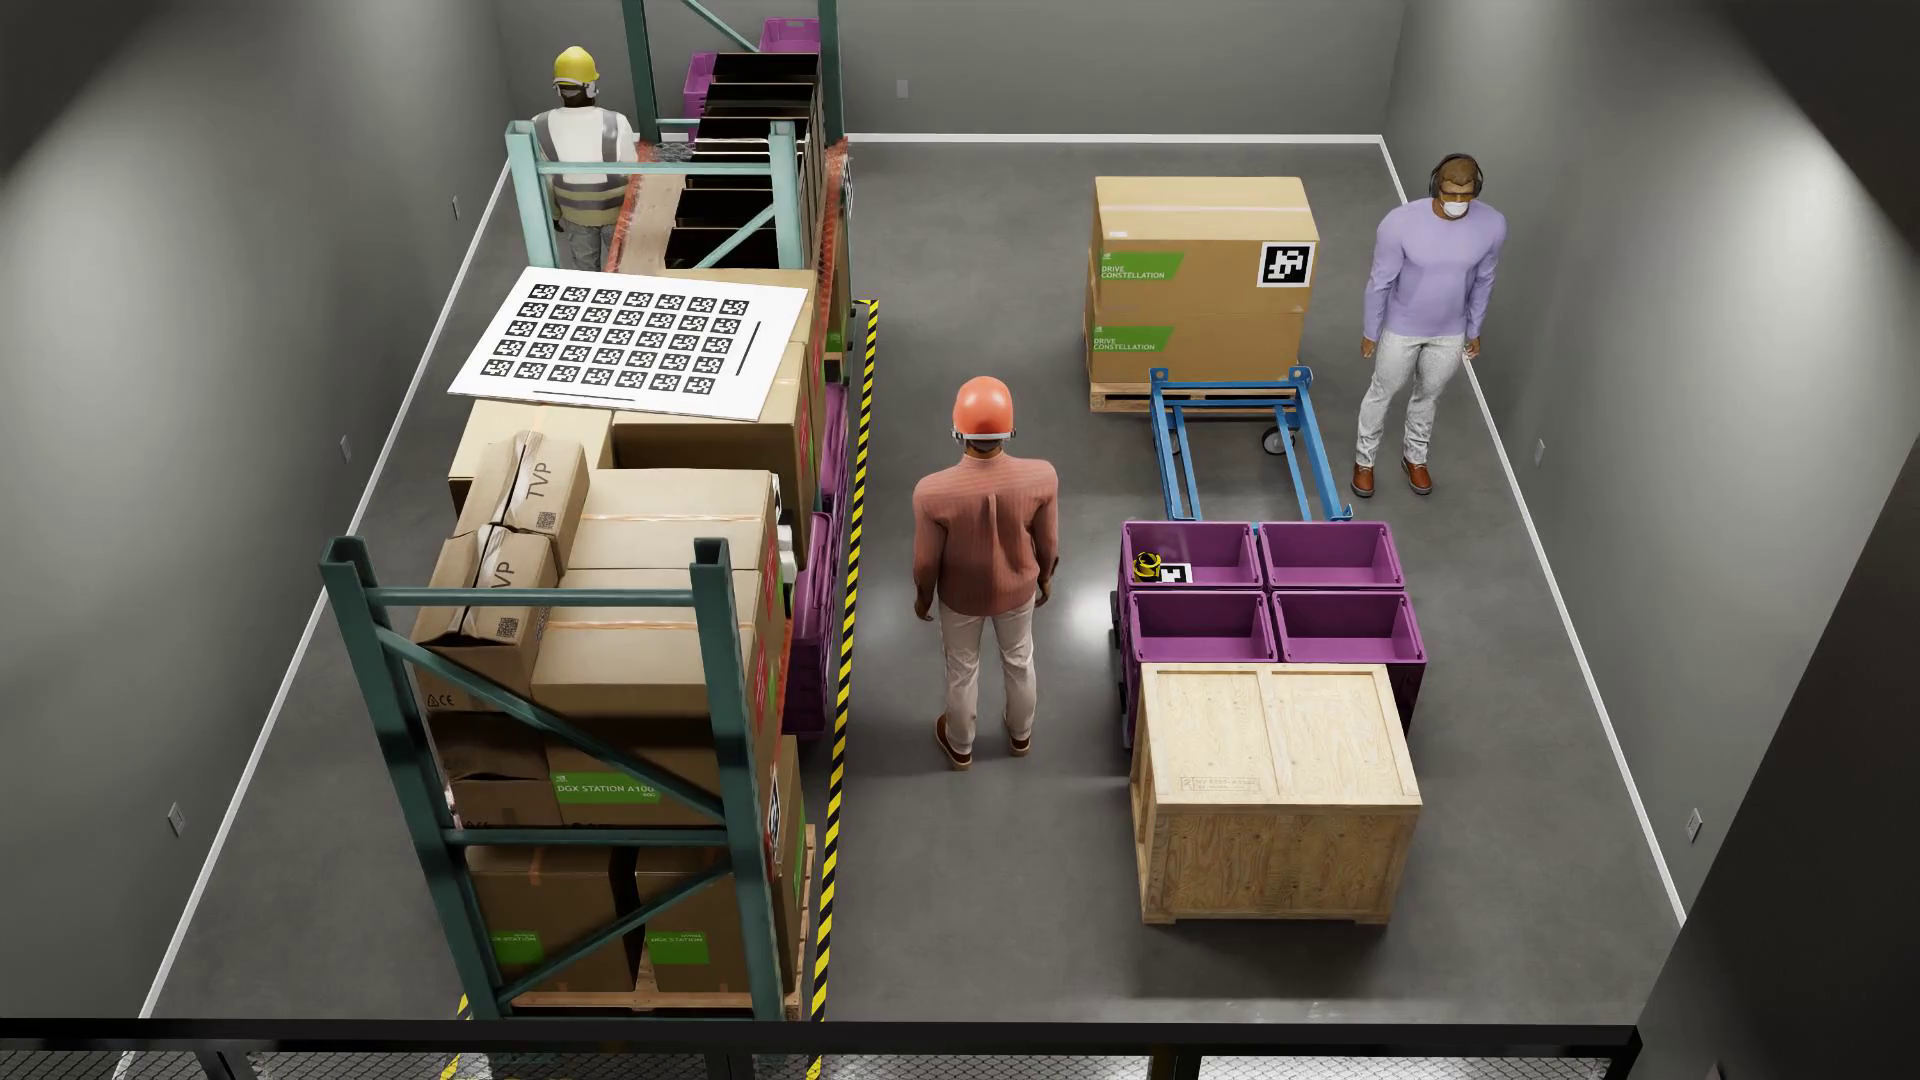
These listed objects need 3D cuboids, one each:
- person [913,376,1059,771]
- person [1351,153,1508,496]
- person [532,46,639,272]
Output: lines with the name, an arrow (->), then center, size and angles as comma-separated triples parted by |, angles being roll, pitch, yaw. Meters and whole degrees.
person -> 0.101, 0.169, 6.877 | 0.609, 1.996, 0.379 | -9, 42, -10
person -> 2.317, -1.058, 8.320 | 0.635, 1.938, 0.361 | -2, 41, -2
person -> -2.038, -1.878, 9.343 | 0.588, 1.822, 0.403 | 0, 41, 0
